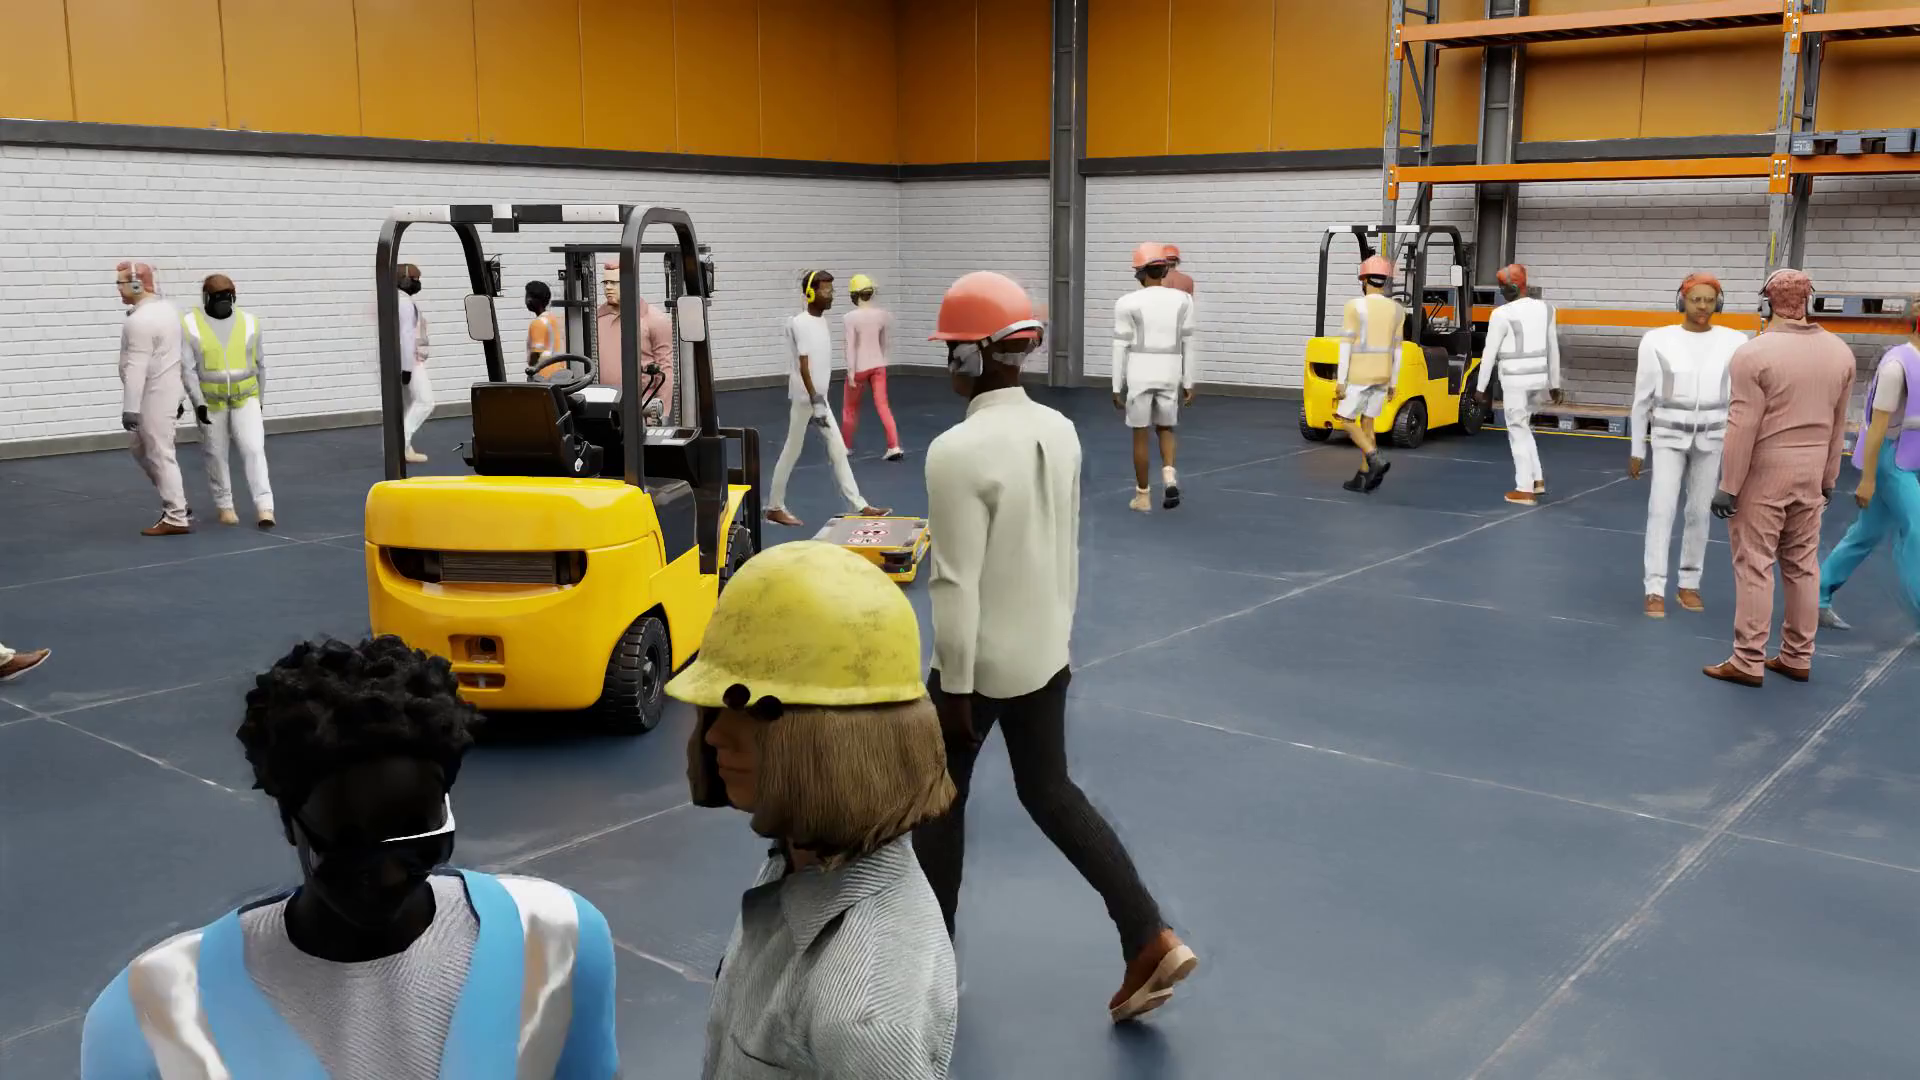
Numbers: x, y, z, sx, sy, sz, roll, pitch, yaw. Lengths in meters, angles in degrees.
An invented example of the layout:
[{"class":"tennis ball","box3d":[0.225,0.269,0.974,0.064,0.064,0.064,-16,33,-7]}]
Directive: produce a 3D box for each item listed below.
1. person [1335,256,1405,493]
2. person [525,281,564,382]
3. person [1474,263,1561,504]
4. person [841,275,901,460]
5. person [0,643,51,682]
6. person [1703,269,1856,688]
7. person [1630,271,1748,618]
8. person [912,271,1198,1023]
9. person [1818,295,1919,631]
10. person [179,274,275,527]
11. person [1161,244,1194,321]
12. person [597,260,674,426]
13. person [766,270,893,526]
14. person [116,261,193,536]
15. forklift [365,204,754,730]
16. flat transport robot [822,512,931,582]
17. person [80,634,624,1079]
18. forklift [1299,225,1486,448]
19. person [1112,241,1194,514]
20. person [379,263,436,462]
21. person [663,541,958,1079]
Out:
[{"class":"person","box3d":[3.291,-1.299,13.256,0.563,1.912,0.590,-4,11,-21]},{"class":"person","box3d":[-3.693,-1.412,14.499,0.526,1.676,0.556,-1,10,-4]},{"class":"person","box3d":[4.295,-1.197,12.852,0.621,1.857,0.482,-5,11,-27]},{"class":"person","box3d":[-0.861,-1.600,15.462,0.530,1.720,0.918,-8,13,-37]},{"class":"person","box3d":[-4.593,-0.092,7.418,0.526,1.589,0.818,9,13,40]},{"class":"person","box3d":[3.725,-0.279,7.627,0.652,1.903,0.403,-3,11,-17]},{"class":"person","box3d":[3.969,-0.523,9.066,0.591,1.883,0.415,2,10,11]},{"class":"person","box3d":[0.168,0.295,4.301,0.927,1.966,0.631,8,13,37]},{"class":"person","box3d":[4.747,-0.361,8.402,0.585,1.795,0.982,-9,14,-42]},{"class":"person","box3d":[-5.180,-0.963,11.726,0.614,1.791,0.956,-6,12,-32]},{"class":"person","box3d":[2.566,-2.622,20.398,0.628,1.979,0.428,0,10,0]},{"class":"person","box3d":[-2.175,-0.842,10.738,0.651,1.906,0.409,3,11,16]},{"class":"person","box3d":[-0.981,-0.975,11.704,0.983,1.818,0.505,4,11,23]},{"class":"person","box3d":[-5.565,-0.959,11.427,0.460,1.889,0.672,-2,10,-11]},{"class":"forklift","box3d":[-1.766,-0.406,7.525,1.214,2.155,2.313,1,10,7]},{"class":"flat transport robot","box3d":[-0.553,0.032,10.424,0.652,0.197,1.431,1,10,5]},{"class":"person","box3d":[-0.635,0.884,1.805,0.541,1.669,0.543,-6,12,-32]},{"class":"forklift","box3d":[4.449,-2.115,16.993,1.214,2.155,2.313,8,13,38]},{"class":"person","box3d":[1.429,-1.187,12.317,0.628,2.024,0.491,-2,10,-11]},{"class":"person","box3d":[-5.041,-1.594,15.136,0.437,1.830,0.643,-7,12,-33]},{"class":"person","box3d":[-0.149,0.859,1.758,0.295,1.745,0.488,-2,11,-13]}]
